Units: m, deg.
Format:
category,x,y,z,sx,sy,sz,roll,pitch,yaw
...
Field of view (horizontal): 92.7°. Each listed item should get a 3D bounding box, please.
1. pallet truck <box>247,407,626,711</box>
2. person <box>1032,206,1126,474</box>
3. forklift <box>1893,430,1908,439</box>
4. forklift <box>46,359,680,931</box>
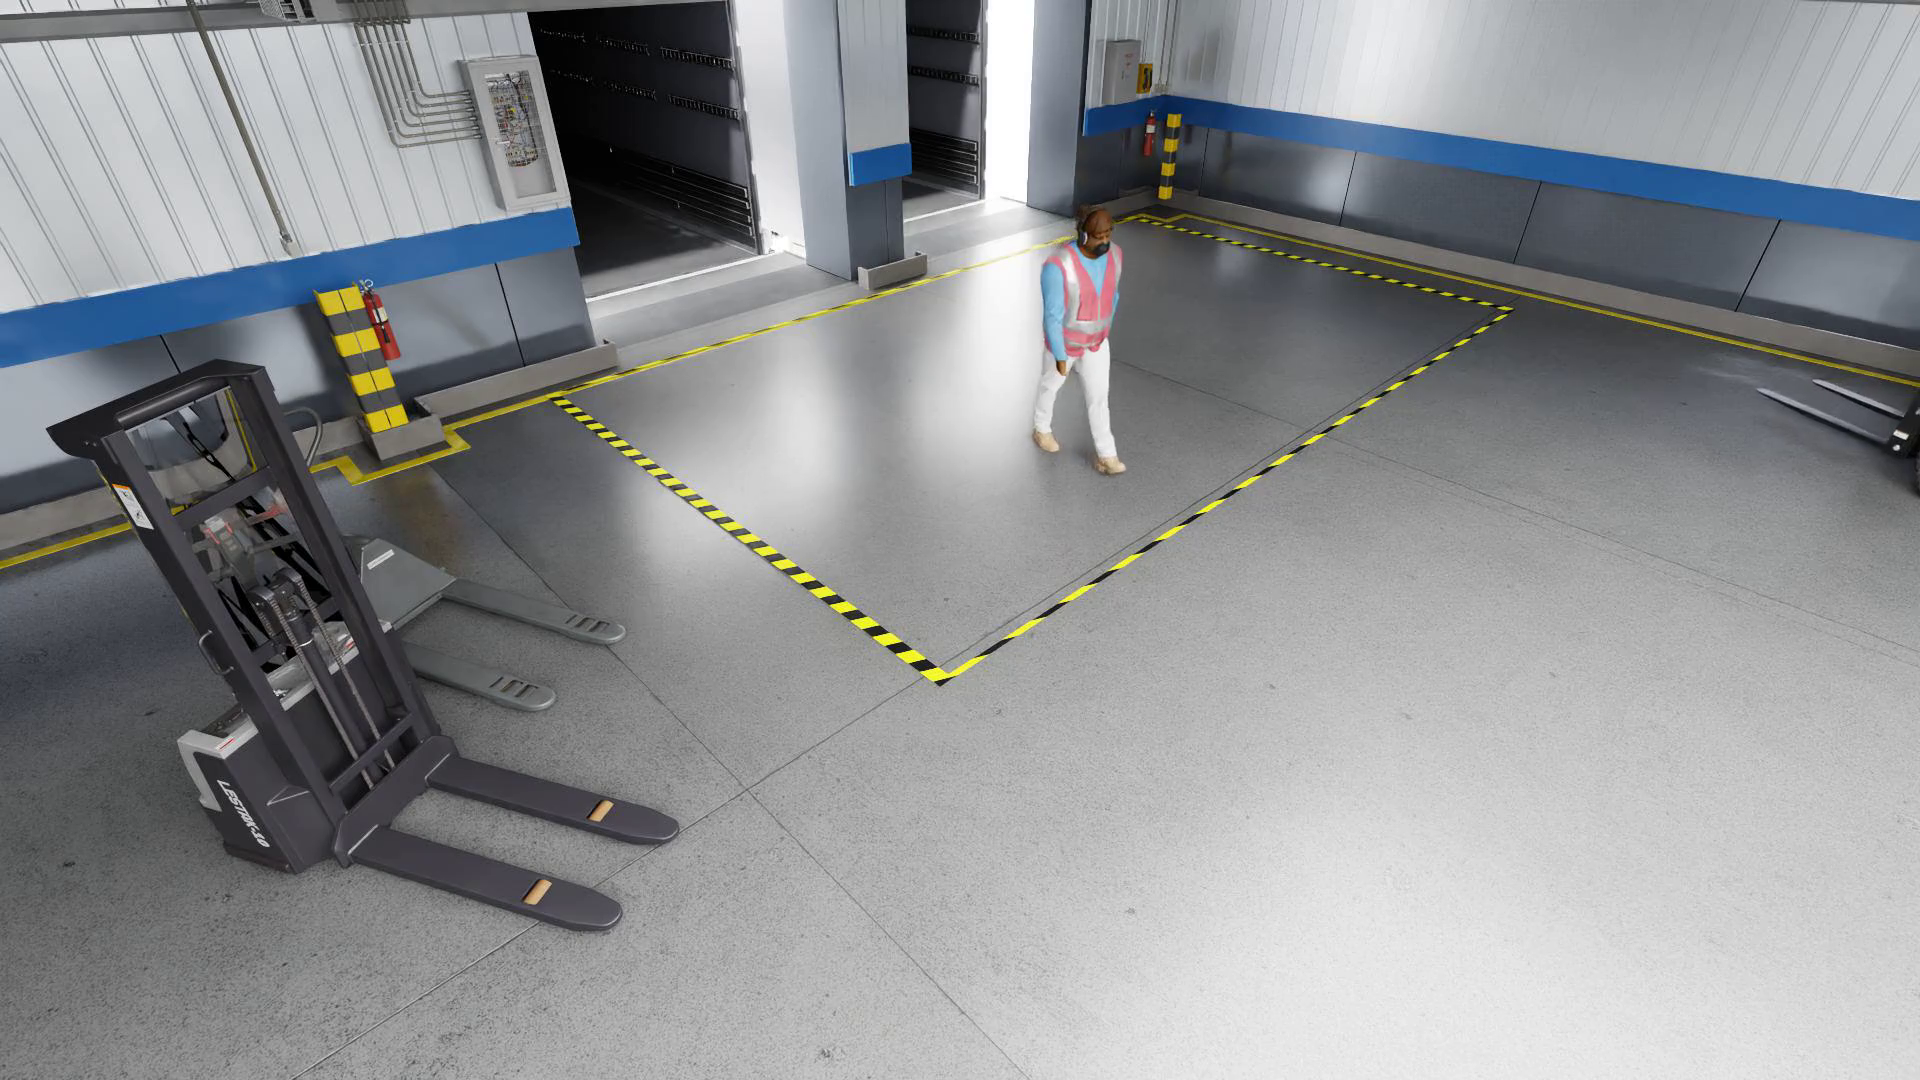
category,x,y,z,sx,sy,sz,roll,pitch,yaw
pallet truck,-2.628,0.038,4.590,1.601,1.201,0.680,12,36,18
person,0.814,-1.291,6.059,0.641,1.792,0.928,-16,37,-22
forklift,7.250,-0.789,4.819,1.157,2.036,2.680,-9,35,-13
forklift,-2.135,0.422,3.354,1.885,1.965,0.823,10,35,14
